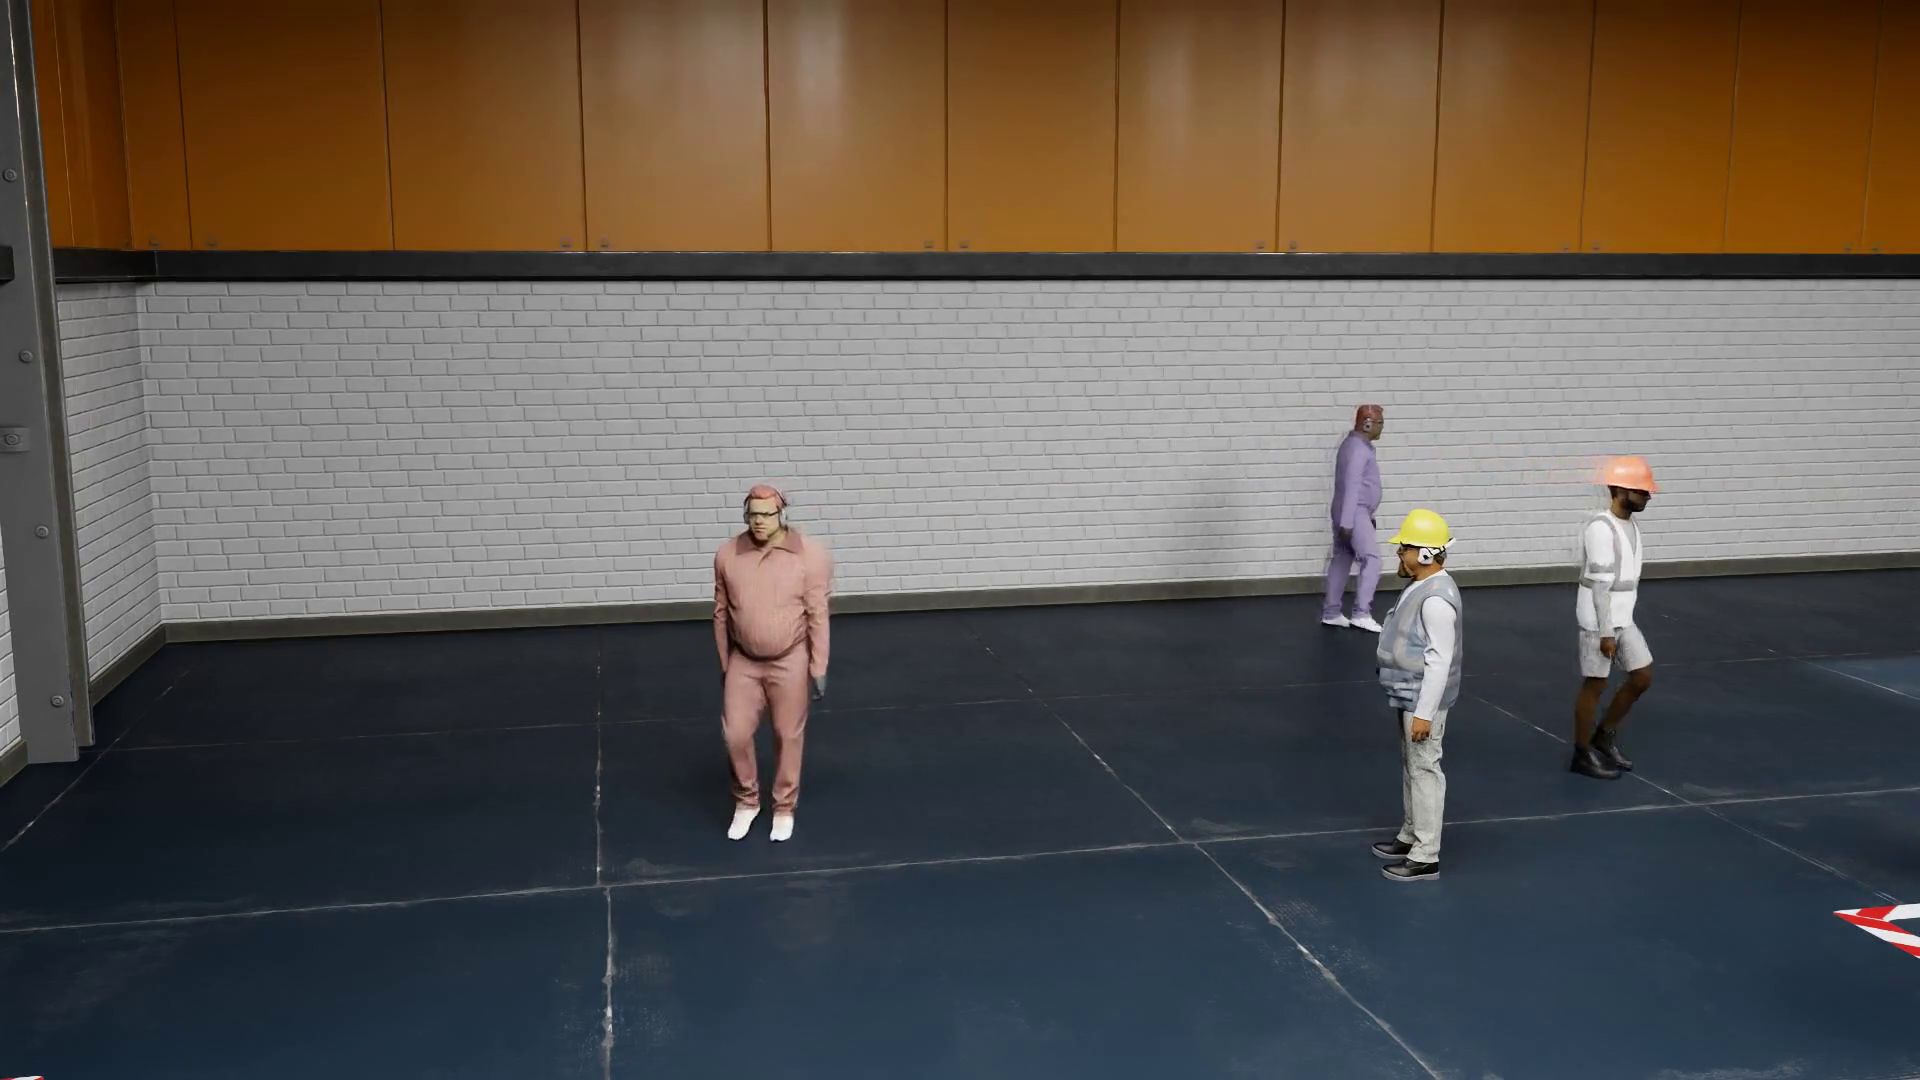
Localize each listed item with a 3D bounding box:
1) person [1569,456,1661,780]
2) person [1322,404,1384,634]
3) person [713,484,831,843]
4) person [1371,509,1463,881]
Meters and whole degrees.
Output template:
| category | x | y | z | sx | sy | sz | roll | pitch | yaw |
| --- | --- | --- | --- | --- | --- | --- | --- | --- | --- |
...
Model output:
| category | x | y | z | sx | sy | sz | roll | pitch | yaw |
| --- | --- | --- | --- | --- | --- | --- | --- | --- | --- |
| person | 3.813 | 0.465 | 9.704 | 0.557 | 1.919 | 0.452 | -8 | 13 | -42 |
| person | 3.328 | -0.178 | 13.743 | 0.667 | 1.880 | 0.670 | 1 | 9 | 6 |
| person | -0.991 | 0.652 | 8.657 | 0.655 | 1.891 | 0.503 | 1 | 9 | 7 |
| person | 2.251 | 0.757 | 8.194 | 0.403 | 1.833 | 0.586 | 1 | 9 | 8 |
